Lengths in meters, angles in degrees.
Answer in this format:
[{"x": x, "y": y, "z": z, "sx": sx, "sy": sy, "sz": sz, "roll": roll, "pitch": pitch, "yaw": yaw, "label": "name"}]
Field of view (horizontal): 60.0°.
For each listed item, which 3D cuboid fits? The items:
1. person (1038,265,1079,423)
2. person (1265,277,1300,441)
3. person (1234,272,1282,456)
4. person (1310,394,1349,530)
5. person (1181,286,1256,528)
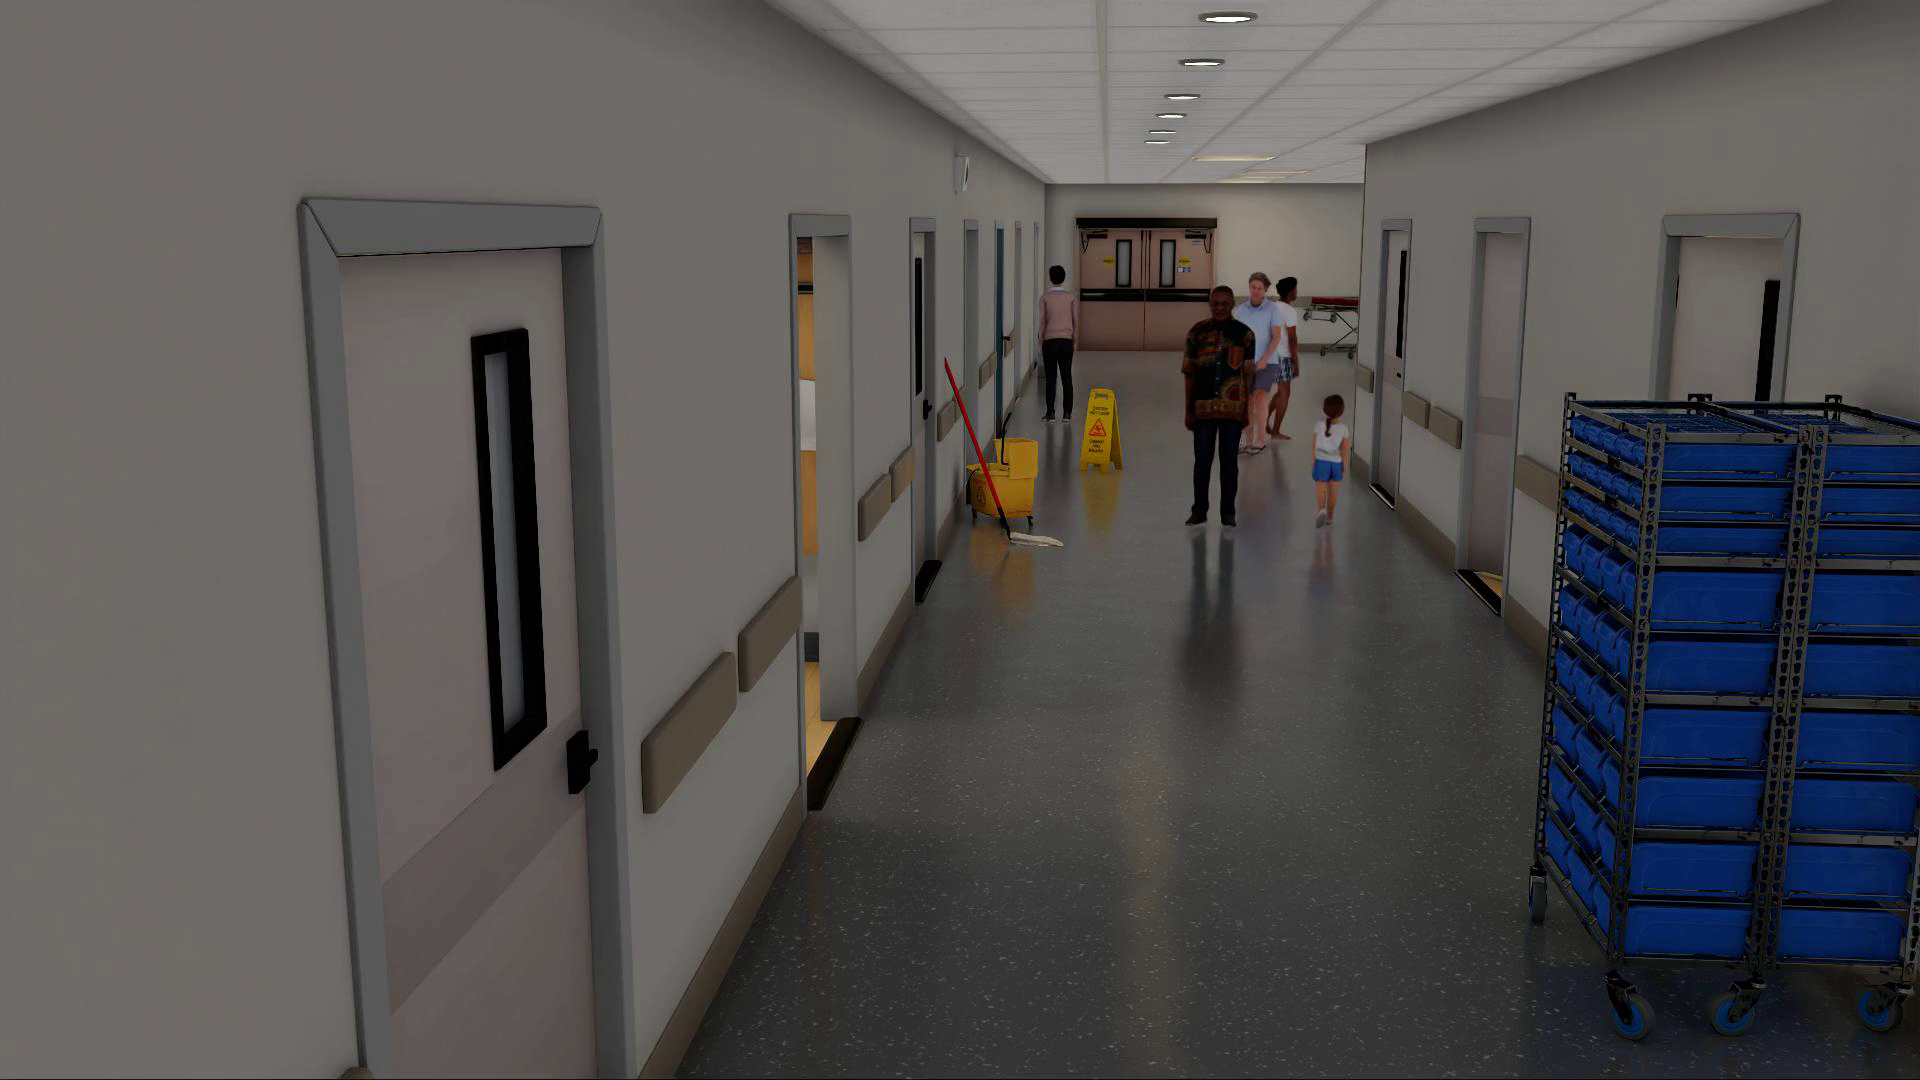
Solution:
[{"x": 1.133, "y": -2.286, "z": 19.350, "sx": 0.669, "sy": 1.808, "sz": 0.624, "roll": -1, "pitch": 11, "yaw": -7, "label": "person"}, {"x": 3.313, "y": -1.899, "z": 17.564, "sx": 0.842, "sy": 1.713, "sz": 0.739, "roll": -4, "pitch": 11, "yaw": -21, "label": "person"}, {"x": 2.985, "y": -1.718, "z": 16.375, "sx": 0.862, "sy": 1.800, "sz": 0.929, "roll": 10, "pitch": 15, "yaw": 42, "label": "person"}, {"x": 2.766, "y": -0.582, "z": 12.513, "sx": 0.456, "sy": 1.009, "sz": 0.672, "roll": 2, "pitch": 11, "yaw": 11, "label": "person"}, {"x": 1.941, "y": -1.001, "z": 12.474, "sx": 0.720, "sy": 1.806, "sz": 0.681, "roll": 2, "pitch": 11, "yaw": 11, "label": "person"}]
